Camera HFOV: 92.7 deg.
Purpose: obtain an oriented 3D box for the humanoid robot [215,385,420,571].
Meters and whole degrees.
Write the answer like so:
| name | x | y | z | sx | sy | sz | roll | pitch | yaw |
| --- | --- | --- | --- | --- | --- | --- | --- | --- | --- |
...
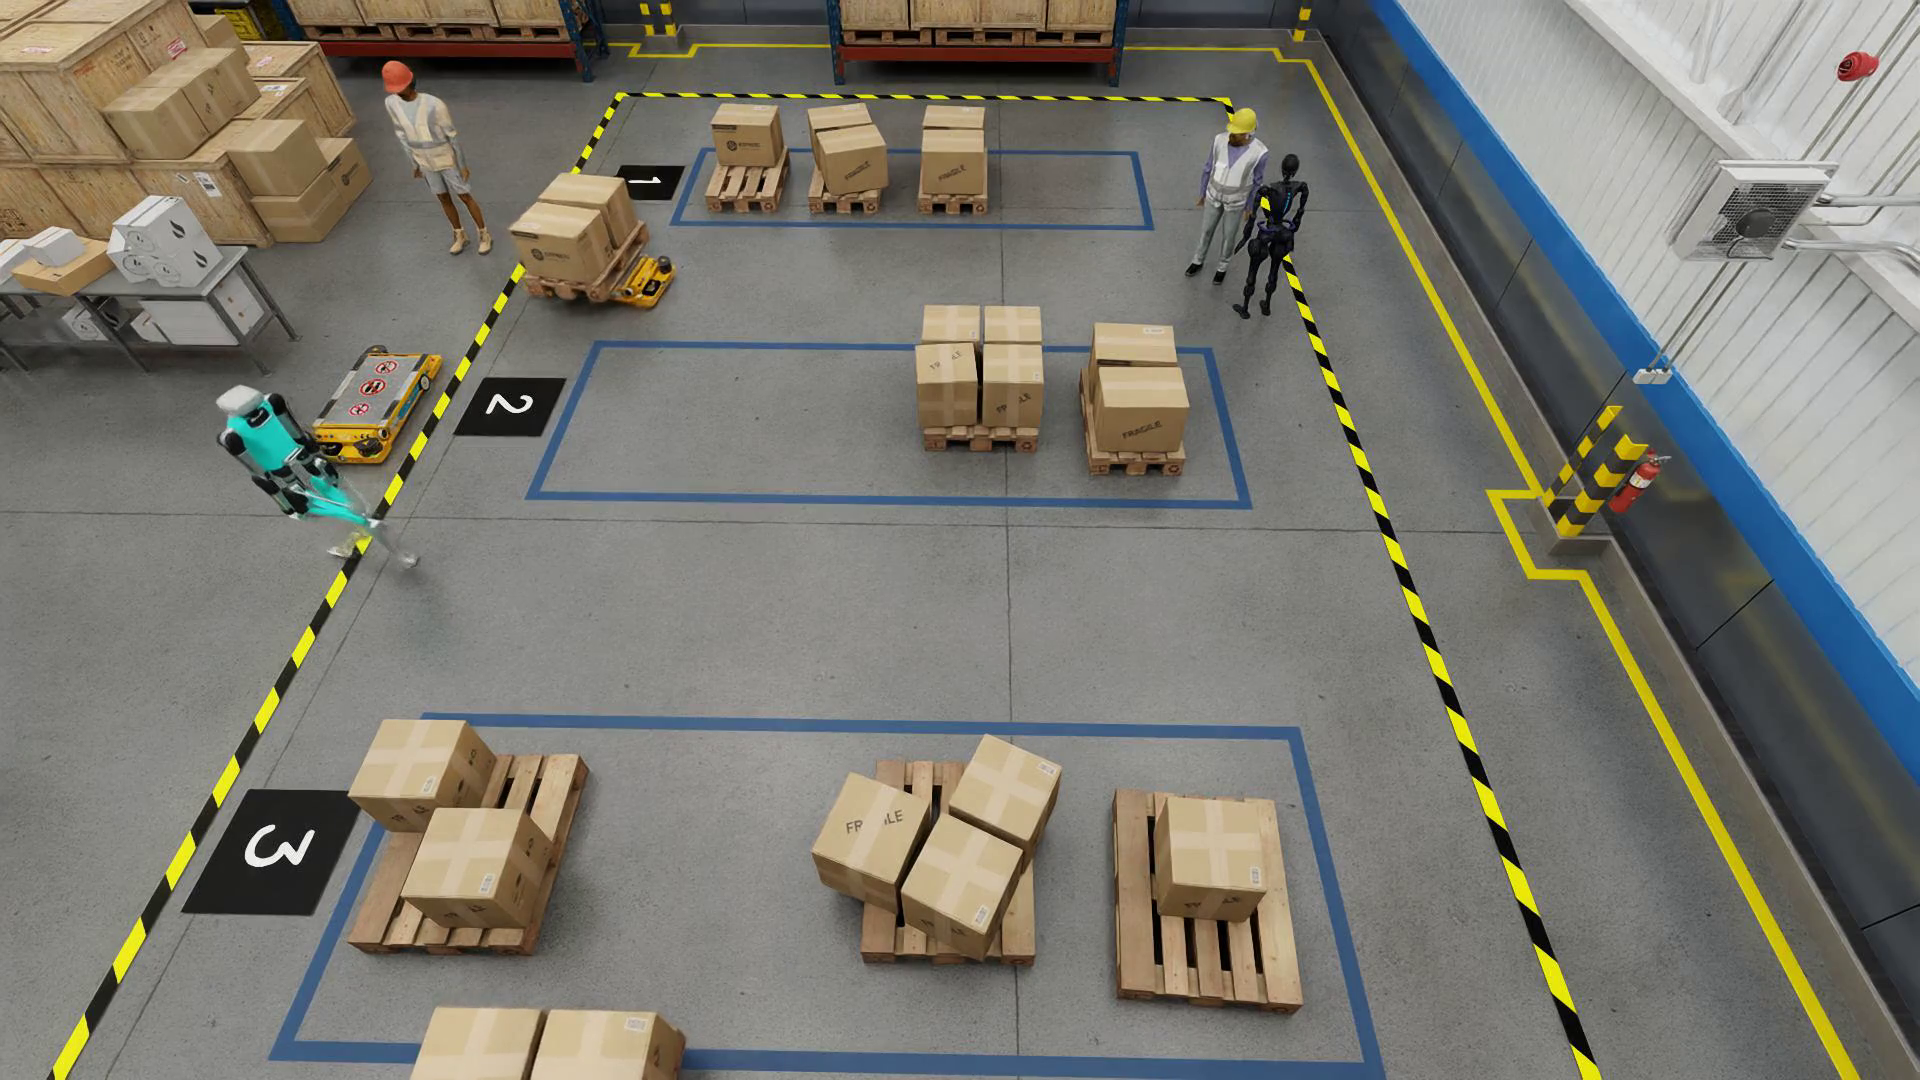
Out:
| name | x | y | z | sx | sy | sz | roll | pitch | yaw |
| --- | --- | --- | --- | --- | --- | --- | --- | --- | --- |
| humanoid robot | -4.585 | -0.358 | 6.752 | 1.067 | 1.778 | 0.533 | 9 | 50 | 7 |

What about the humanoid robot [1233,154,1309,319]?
| name | x | y | z | sx | sy | sz | roll | pitch | yaw |
| --- | --- | --- | --- | --- | --- | --- | --- | --- | --- |
| humanoid robot | 3.011 | -2.936 | 8.920 | 0.599 | 1.655 | 0.315 | -6 | 50 | -5 |

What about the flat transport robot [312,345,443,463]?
| name | x | y | z | sx | sy | sz | roll | pitch | yaw |
| --- | --- | --- | --- | --- | --- | --- | --- | --- | --- |
| flat transport robot | -5.383 | -1.269 | 8.441 | 0.659 | 0.231 | 1.431 | 1 | 50 | 1 |

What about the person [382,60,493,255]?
| name | x | y | z | sx | sy | sz | roll | pitch | yaw |
| --- | --- | --- | --- | --- | --- | --- | --- | --- | --- |
| person | -5.442 | -3.931 | 9.536 | 0.605 | 2.038 | 0.377 | 0 | 50 | 0 |

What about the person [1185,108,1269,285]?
| name | x | y | z | sx | sy | sz | roll | pitch | yaw |
| --- | --- | --- | --- | --- | --- | --- | --- | --- | --- |
| person | 2.693 | -3.452 | 9.265 | 0.595 | 1.827 | 0.403 | 26 | 55 | 20 |

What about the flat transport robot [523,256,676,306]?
| name | x | y | z | sx | sy | sz | roll | pitch | yaw |
| --- | --- | --- | --- | --- | --- | --- | --- | --- | --- |
| flat transport robot | -3.831 | -2.820 | 9.735 | 1.431 | 0.197 | 0.652 | 7 | 50 | 6 |
